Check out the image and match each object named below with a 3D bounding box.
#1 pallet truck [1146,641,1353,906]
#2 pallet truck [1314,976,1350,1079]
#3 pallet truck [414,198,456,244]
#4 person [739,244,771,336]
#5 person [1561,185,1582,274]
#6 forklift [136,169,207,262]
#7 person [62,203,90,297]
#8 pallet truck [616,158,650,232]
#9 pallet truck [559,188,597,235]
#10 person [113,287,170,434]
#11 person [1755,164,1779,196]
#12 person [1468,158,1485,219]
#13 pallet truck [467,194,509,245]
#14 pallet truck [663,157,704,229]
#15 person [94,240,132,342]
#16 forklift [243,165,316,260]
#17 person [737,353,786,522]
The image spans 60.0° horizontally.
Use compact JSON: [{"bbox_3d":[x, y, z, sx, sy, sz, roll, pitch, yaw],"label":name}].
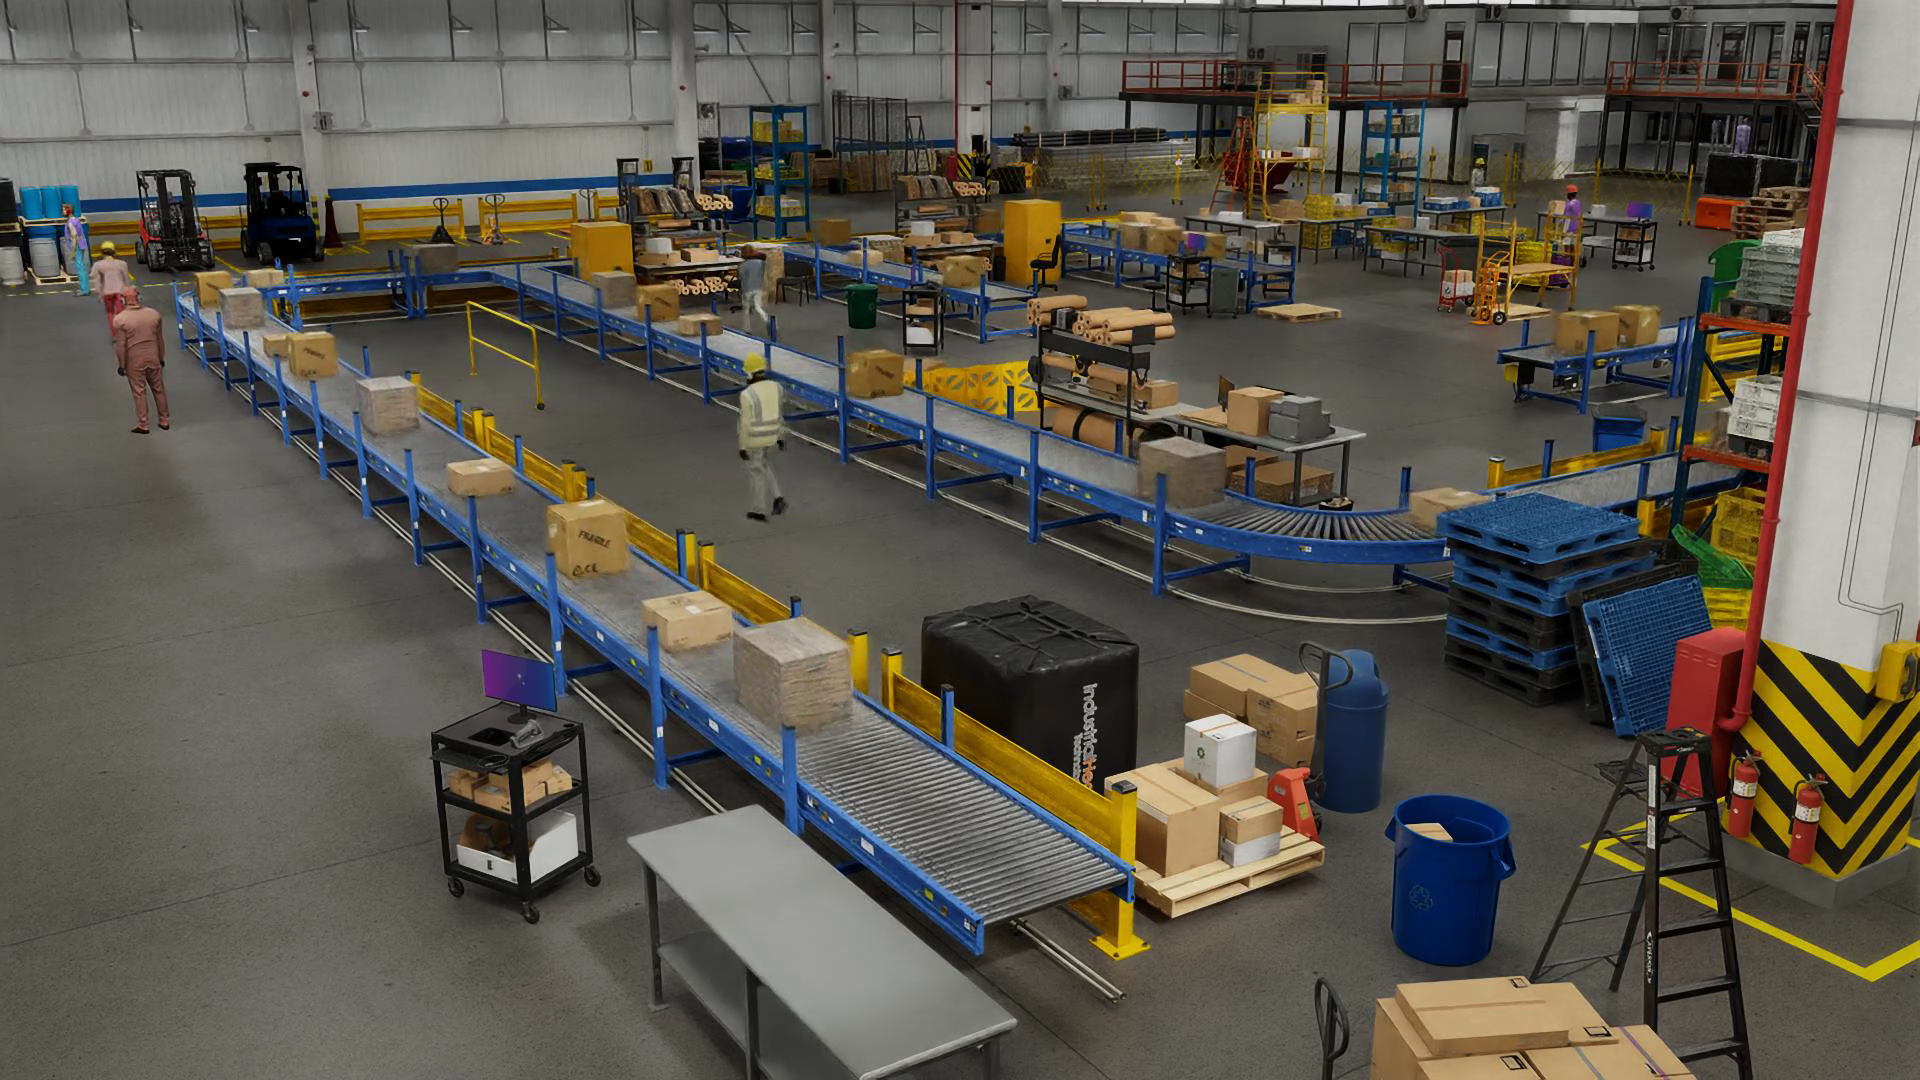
[{"bbox_3d":[1.664,1.407,10.232,1.630,1.274,0.653,-10,20,-31],"label":"pallet truck"},{"bbox_3d":[2.299,2.390,7.086,1.601,1.201,0.680,-2,17,-7],"label":"pallet truck"},{"bbox_3d":[-13.250,-8.060,41.856,0.680,1.201,1.601,-10,20,-31],"label":"pallet truck"},{"bbox_3d":[-3.560,-4.292,28.656,0.509,1.611,0.627,-16,23,-42],"label":"person"},{"bbox_3d":[13.367,-6.816,36.507,0.547,1.934,0.376,-16,23,-42],"label":"person"},{"bbox_3d":[-17.842,-7.318,37.559,1.157,1.987,2.680,-10,20,-31],"label":"forklift"},{"bbox_3d":[-17.680,-5.805,33.294,0.389,1.847,0.563,-5,18,-17],"label":"person"},{"bbox_3d":[-8.918,-9.176,44.255,0.823,1.965,1.885,-9,19,-27],"label":"pallet truck"},{"bbox_3d":[-10.010,-8.652,43.699,0.653,1.274,1.630,-10,20,-31],"label":"pallet truck"},{"bbox_3d":[-10.679,-2.340,21.675,0.405,1.903,0.636,12,21,35],"label":"person"},{"bbox_3d":[21.530,-9.174,44.594,0.636,1.786,0.903,-8,19,-25],"label":"person"},{"bbox_3d":[14.825,-10.062,47.652,0.485,1.736,0.323,-15,22,-40],"label":"person"},{"bbox_3d":[-11.983,-8.177,42.137,0.704,1.261,1.522,-11,20,-33],"label":"pallet truck"},{"bbox_3d":[-7.586,-9.308,44.692,0.823,1.965,1.885,-11,20,-33],"label":"pallet truck"},{"bbox_3d":[-14.227,-4.169,28.018,0.542,1.734,0.728,-6,18,-19],"label":"person"},{"bbox_3d":[-15.898,-7.669,38.708,1.157,1.987,2.680,-11,20,-33],"label":"forklift"},{"bbox_3d":[-2.123,-1.081,17.621,0.416,1.815,0.616,14,21,38],"label":"person"}]
